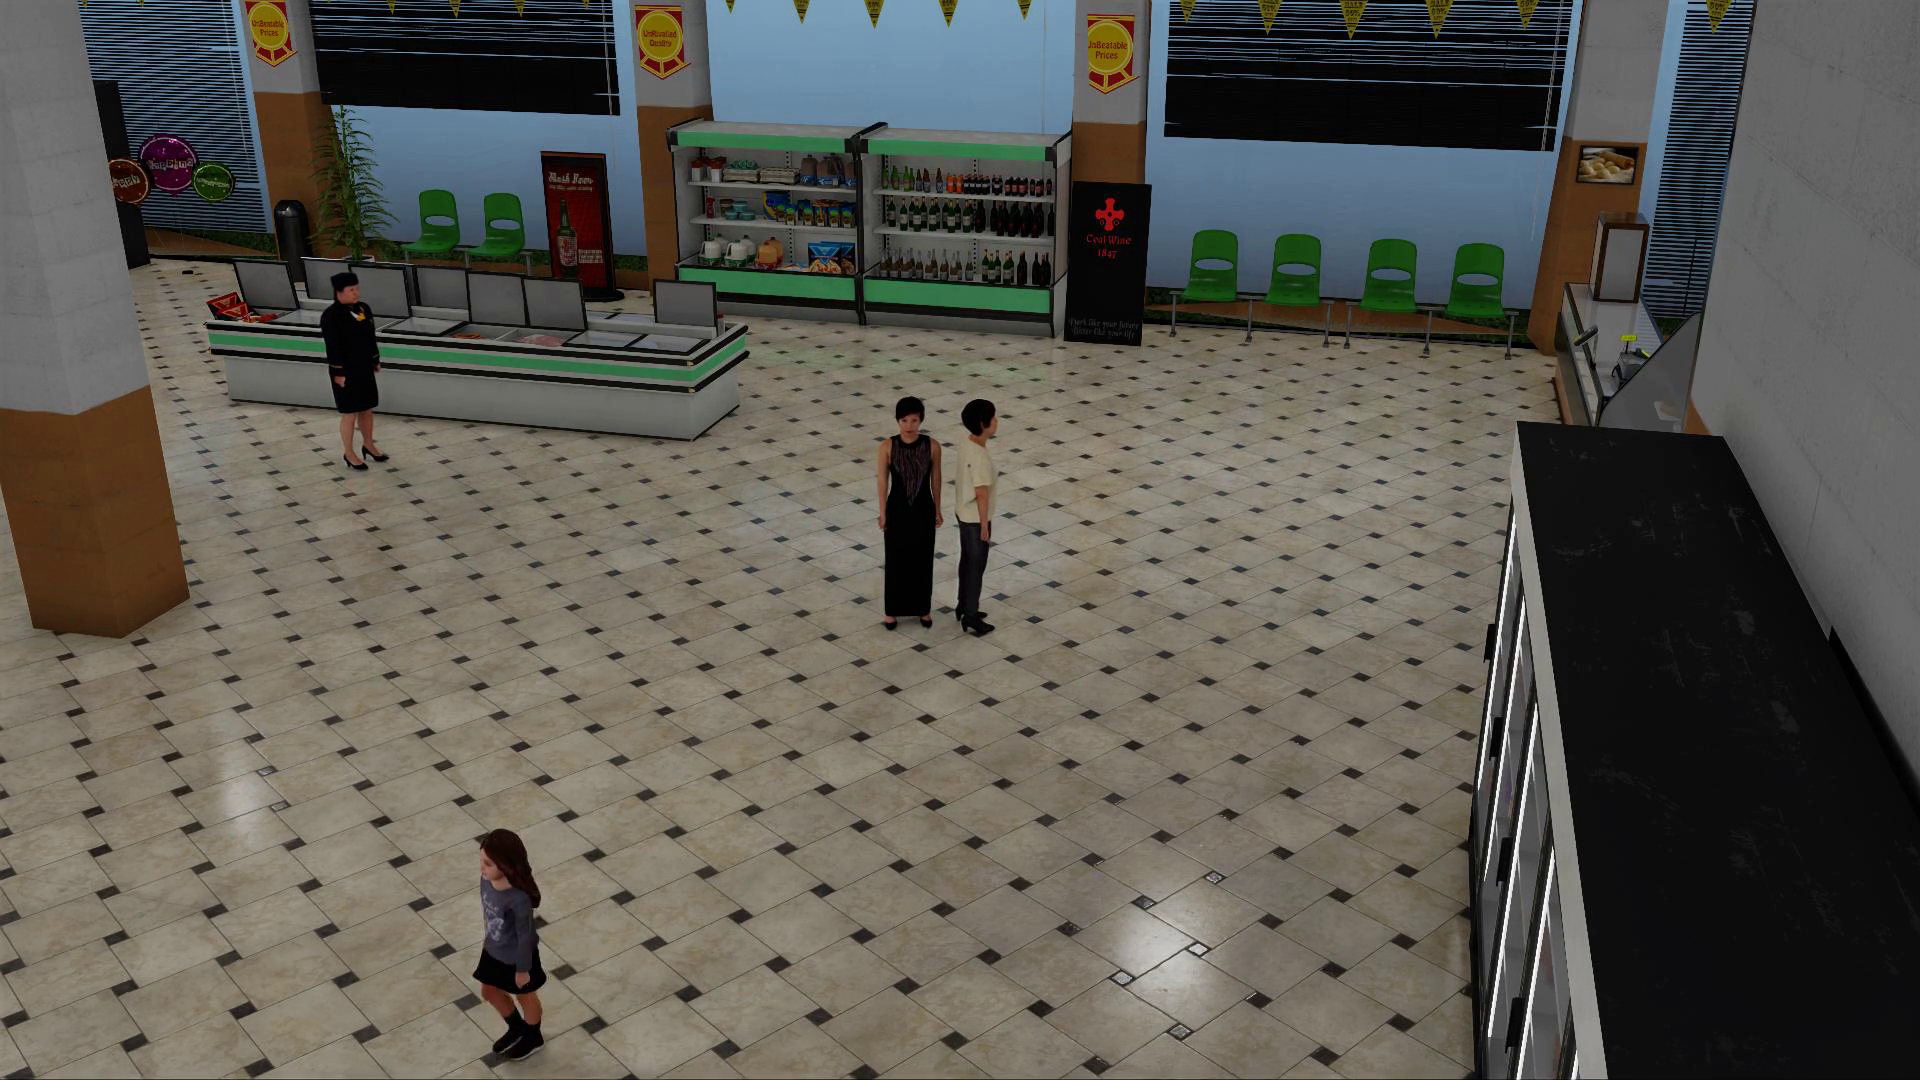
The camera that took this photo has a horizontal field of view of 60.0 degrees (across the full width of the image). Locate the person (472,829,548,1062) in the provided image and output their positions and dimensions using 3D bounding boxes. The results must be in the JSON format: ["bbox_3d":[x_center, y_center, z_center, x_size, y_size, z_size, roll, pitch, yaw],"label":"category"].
[{"bbox_3d":[-1.846,1.682,6.999,0.533,1.100,0.619,18,28,38],"label":"person"}]

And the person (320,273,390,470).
[{"bbox_3d":[-5.093,-1.421,13.957,0.673,1.670,0.725,9,24,22],"label":"person"}]

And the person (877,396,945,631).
[{"bbox_3d":[-0.325,-0.181,10.961,0.597,1.602,0.722,-4,22,-9],"label":"person"}]

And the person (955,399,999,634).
[{"bbox_3d":[0.093,-0.160,10.934,0.652,1.583,0.652,-6,23,-14],"label":"person"}]
